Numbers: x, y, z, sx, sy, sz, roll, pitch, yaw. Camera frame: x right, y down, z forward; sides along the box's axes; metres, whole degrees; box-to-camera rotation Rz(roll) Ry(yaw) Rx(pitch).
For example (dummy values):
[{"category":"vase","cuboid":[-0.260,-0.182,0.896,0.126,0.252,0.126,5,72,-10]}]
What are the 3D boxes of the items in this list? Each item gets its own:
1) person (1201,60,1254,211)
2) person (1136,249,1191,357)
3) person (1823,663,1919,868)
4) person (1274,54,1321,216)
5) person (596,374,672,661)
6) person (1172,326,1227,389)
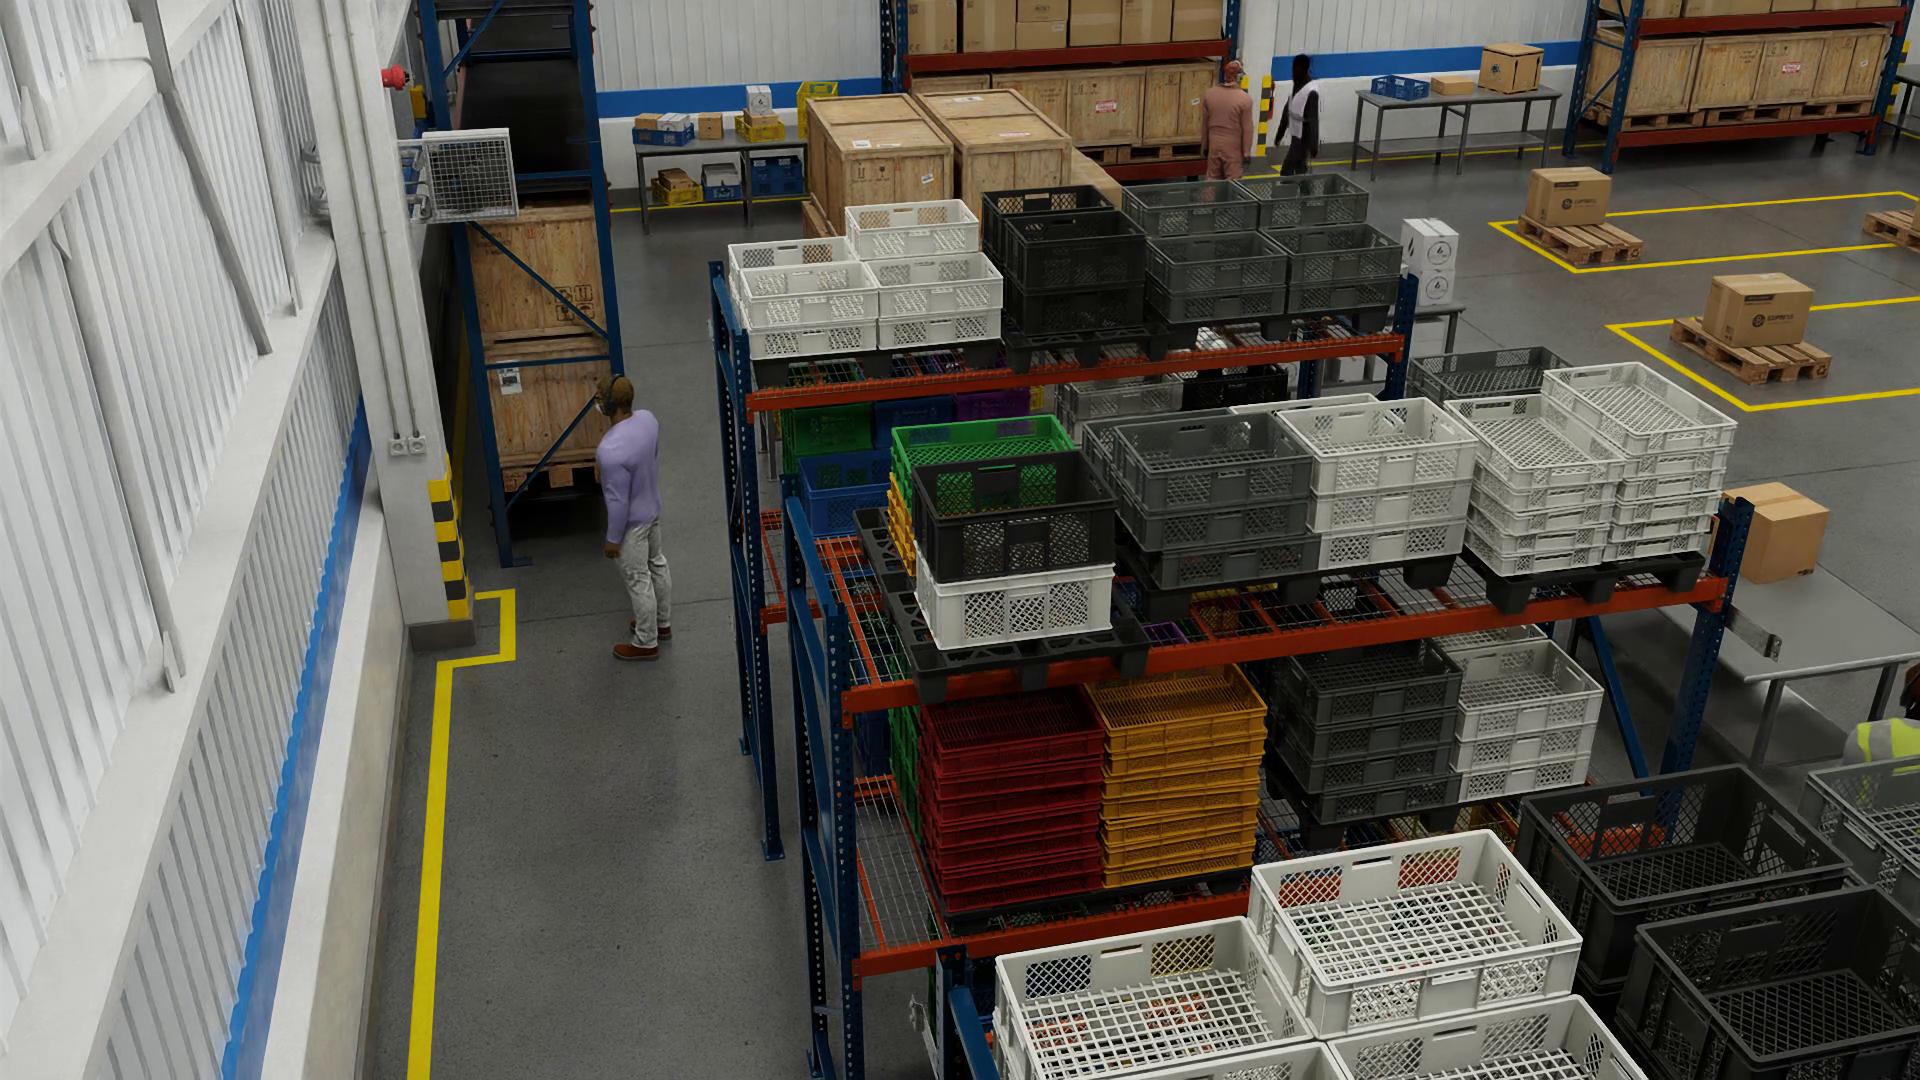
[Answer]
[{"category":"person","cuboid":[3.004,-4.394,18.616,0.652,1.904,0.402,23,35,36]},{"category":"person","cuboid":[1.612,-1.415,13.050,0.876,1.821,0.540,-13,30,-23]},{"category":"person","cuboid":[4.312,1.380,7.739,0.628,1.836,0.429,5,28,9]},{"category":"person","cuboid":[3.799,-4.596,19.026,0.761,1.878,0.657,-3,28,-6]},{"category":"person","cuboid":[-2.072,-0.140,10.508,0.370,1.940,0.627,7,29,12]},{"category":"person","cuboid":[1.744,-0.938,12.077,0.355,1.886,0.572,-15,31,-26]}]
